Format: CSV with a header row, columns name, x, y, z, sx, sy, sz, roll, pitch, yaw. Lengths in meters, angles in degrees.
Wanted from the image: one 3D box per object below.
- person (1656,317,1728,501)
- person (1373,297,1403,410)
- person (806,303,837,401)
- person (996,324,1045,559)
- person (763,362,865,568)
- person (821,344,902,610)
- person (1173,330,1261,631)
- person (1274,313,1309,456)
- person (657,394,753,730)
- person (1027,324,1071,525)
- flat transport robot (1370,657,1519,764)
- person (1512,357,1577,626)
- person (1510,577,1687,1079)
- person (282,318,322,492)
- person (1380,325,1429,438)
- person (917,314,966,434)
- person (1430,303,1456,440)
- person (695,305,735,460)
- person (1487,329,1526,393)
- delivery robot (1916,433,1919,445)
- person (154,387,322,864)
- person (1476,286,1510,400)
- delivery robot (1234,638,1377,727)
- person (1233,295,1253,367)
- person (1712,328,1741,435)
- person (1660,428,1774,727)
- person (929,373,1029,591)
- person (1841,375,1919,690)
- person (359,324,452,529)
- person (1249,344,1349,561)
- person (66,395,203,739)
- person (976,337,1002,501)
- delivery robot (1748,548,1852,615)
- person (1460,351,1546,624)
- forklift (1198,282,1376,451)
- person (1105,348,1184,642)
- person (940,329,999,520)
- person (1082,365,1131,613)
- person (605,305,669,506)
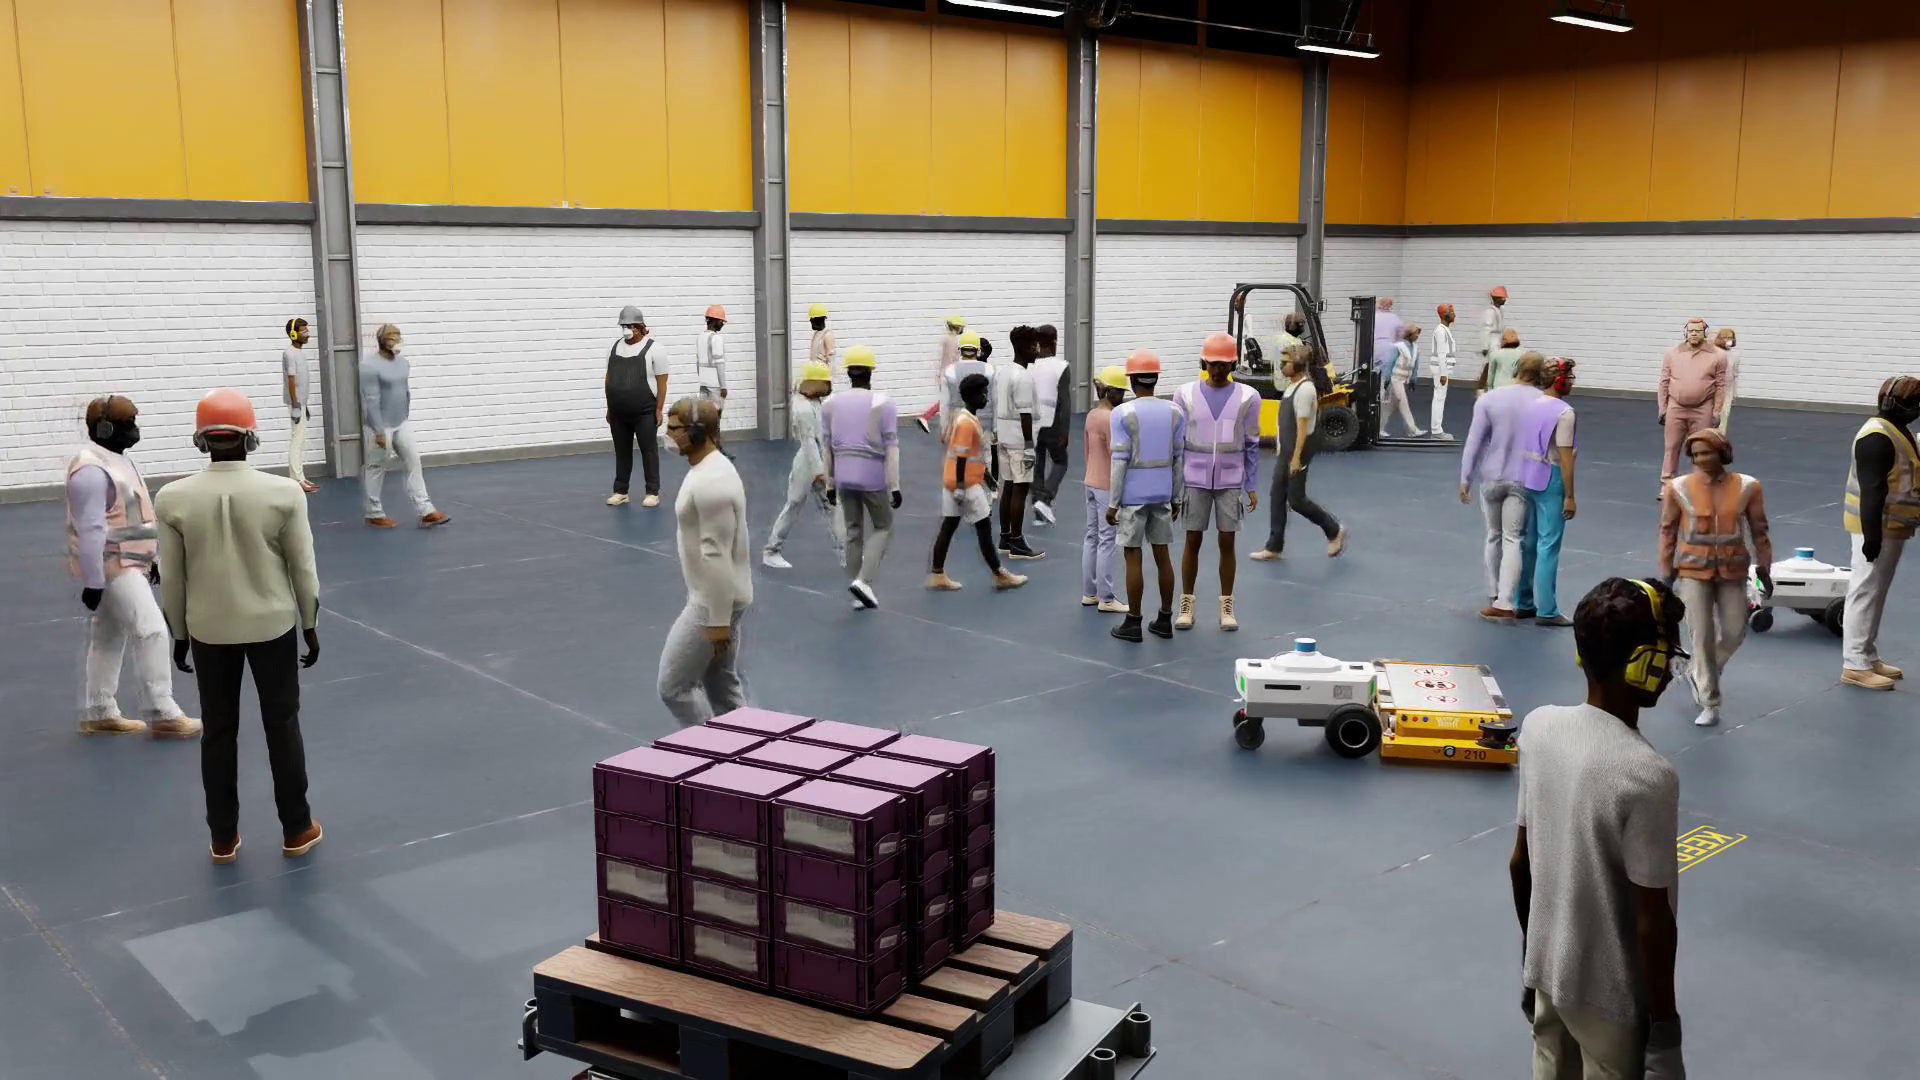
name,x,y,z,sx,sy,sz,roll,pitch,yaw
person,7.539,-1.340,17.178,0.640,1.908,0.409,5,11,27
person,6.909,-3.039,27.260,0.681,1.861,0.528,1,10,6
person,-1.805,-2.130,21.754,0.383,1.924,0.589,-4,11,-24
person,0.502,-0.826,13.992,0.361,1.962,0.613,-3,10,-16
person,-1.188,-0.594,13.468,0.934,1.691,0.488,2,10,13
person,-0.703,-0.431,11.817,0.619,1.913,0.441,4,10,22
person,1.718,-0.394,11.250,0.605,2.040,0.388,1,10,8
person,4.255,-1.928,20.885,0.621,1.822,0.630,3,10,19
person,-1.166,0.300,7.528,0.532,1.918,0.655,-2,10,-9
person,0.789,-1.070,15.612,0.594,1.902,0.436,6,11,32
flat transport robot,2.560,0.888,8.914,0.652,0.197,1.431,2,10,11
person,4.026,-0.335,11.463,0.393,1.847,0.563,-2,10,-13
person,1.397,0.998,3.616,0.329,1.865,0.507,-3,10,-17
person,-7.122,-1.454,17.952,0.331,1.872,0.513,-2,10,-11
person,6.158,-2.194,23.118,0.511,1.569,0.873,-9,13,-44
person,-0.226,-2.292,23.241,0.641,1.735,0.565,-2,10,-12
person,6.667,-2.313,22.939,0.355,1.884,0.574,3,10,16
person,-3.051,-1.947,20.673,0.382,1.927,0.542,-8,12,-37
person,7.177,-1.967,21.791,0.491,1.594,0.832,1,10,7
delivery robot,11.826,-1.188,19.964,0.707,0.478,0.477,-5,11,-28
person,-2.993,0.361,6.951,0.612,1.997,0.375,-3,10,-15
person,9.417,-3.393,28.908,0.890,2.012,0.612,6,11,29
delivery robot,1.781,0.752,8.607,0.707,0.478,0.477,1,10,7
person,4.741,-3.212,28.203,0.339,1.882,0.584,-4,10,-20
person,9.749,-1.916,21.355,0.522,1.619,0.421,-1,10,-7
person,4.123,0.192,9.099,0.570,1.605,0.542,3,10,16
person,0.148,-0.424,12.515,0.825,1.651,0.532,-1,10,-5
person,5.475,-0.054,9.848,0.430,1.841,0.624,8,13,39
person,-5.148,-1.025,15.330,0.926,1.901,0.661,4,10,21
person,2.817,-0.707,13.729,0.734,1.823,0.526,-2,10,-10
person,-4.298,0.149,8.742,0.762,1.818,0.631,-3,10,-17
person,0.222,-1.255,17.291,0.540,1.696,0.316,4,10,20
delivery robot,5.712,0.296,11.274,0.707,0.478,0.477,2,10,11
person,3.886,-0.380,11.697,0.657,1.876,0.861,4,11,24
forklift,4.328,-2.346,22.227,2.313,2.155,1.214,3,10,16
person,1.203,-0.296,10.980,0.551,1.933,0.376,-4,11,-24
person,0.095,-1.099,15.980,0.588,1.834,0.403,-1,10,-4
person,1.059,-0.364,11.891,0.318,1.764,0.522,-3,10,-20
person,-3.320,-1.355,16.871,0.676,2.000,0.536,3,10,15
